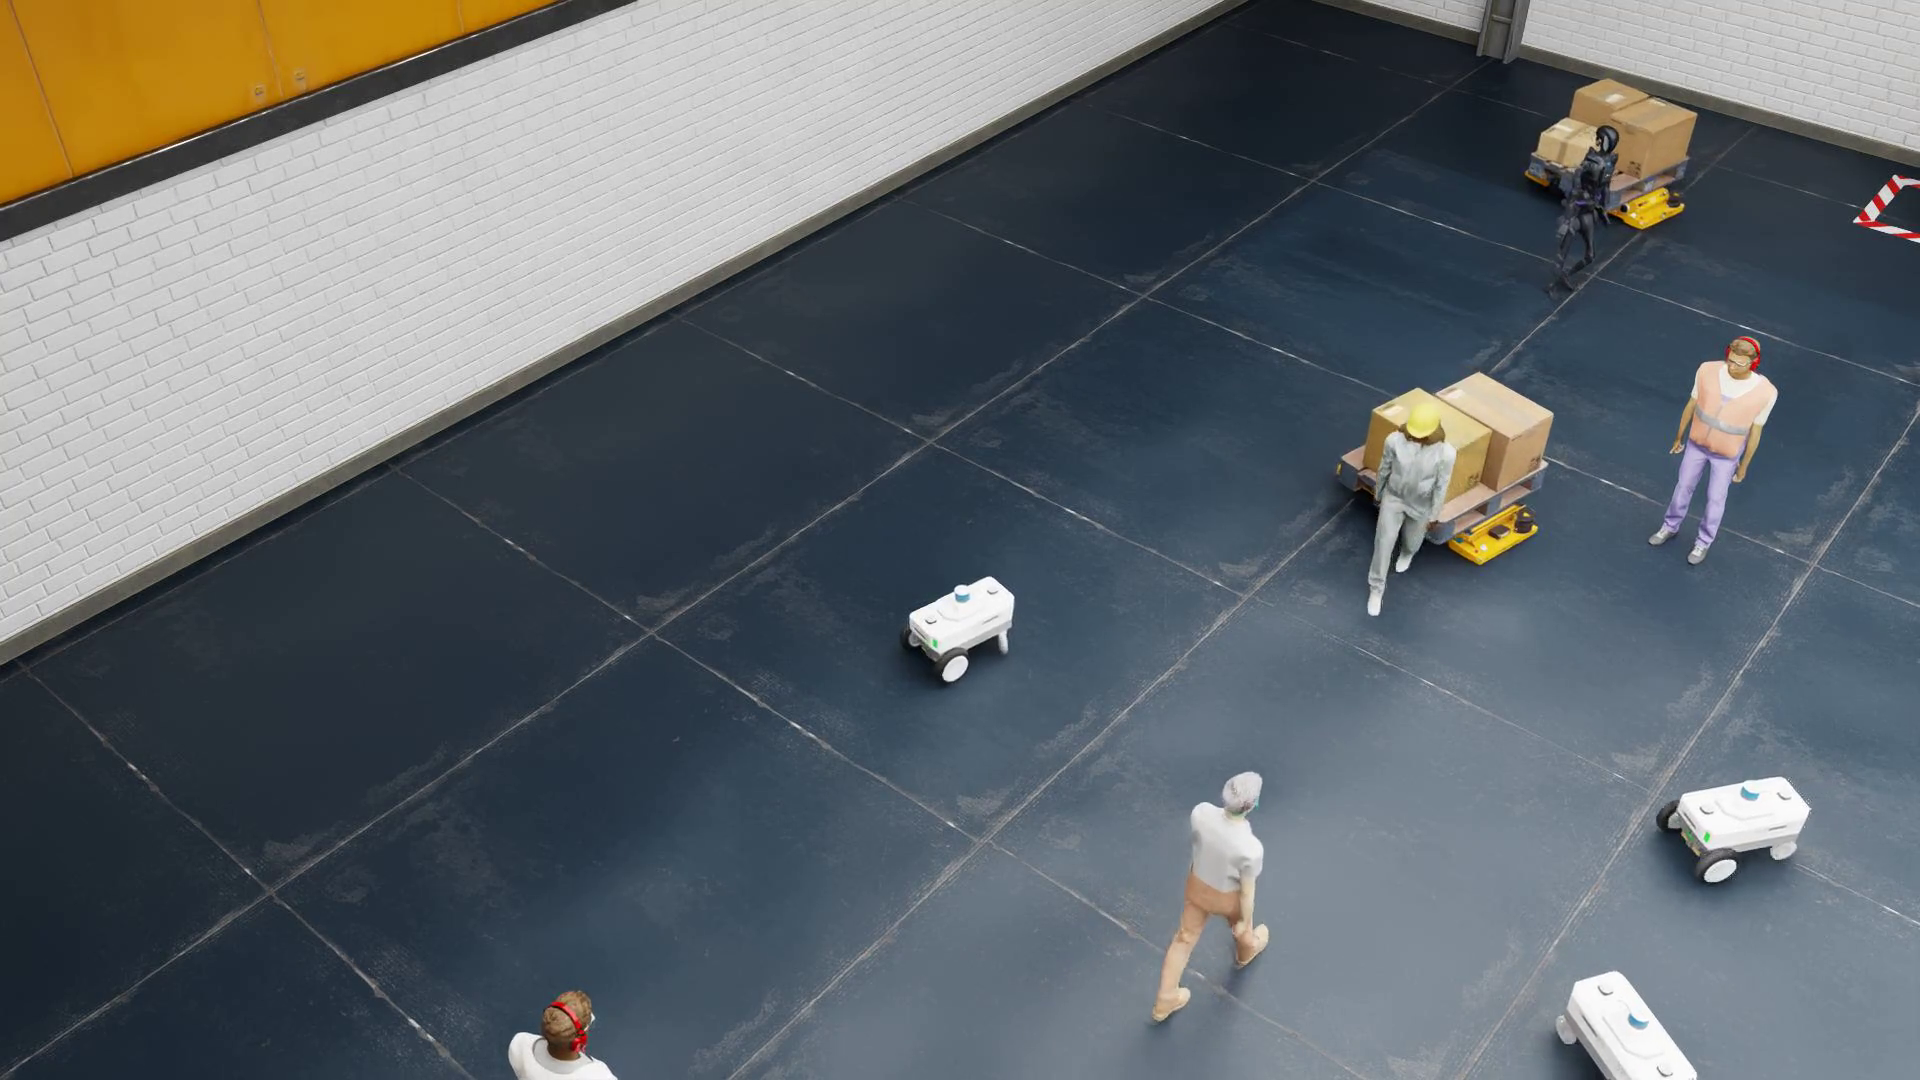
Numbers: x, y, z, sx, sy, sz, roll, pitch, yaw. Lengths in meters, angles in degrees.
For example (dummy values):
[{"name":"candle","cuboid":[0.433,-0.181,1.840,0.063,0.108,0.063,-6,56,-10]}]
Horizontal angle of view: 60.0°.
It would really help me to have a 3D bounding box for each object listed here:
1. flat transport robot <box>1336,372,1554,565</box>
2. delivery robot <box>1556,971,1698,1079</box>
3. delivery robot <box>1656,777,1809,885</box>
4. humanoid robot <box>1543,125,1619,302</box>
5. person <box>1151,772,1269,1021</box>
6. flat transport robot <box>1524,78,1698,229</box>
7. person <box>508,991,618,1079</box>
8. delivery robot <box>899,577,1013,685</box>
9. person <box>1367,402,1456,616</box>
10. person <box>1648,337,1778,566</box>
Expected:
[{"name":"flat transport robot","cuboid":[3.638,-0.347,12.717,0.659,0.231,1.431,-25,45,-28]},{"name":"delivery robot","cuboid":[3.518,2.695,8.729,0.499,0.614,0.790,-11,40,-13]},{"name":"delivery robot","cuboid":[4.661,1.675,9.963,0.759,0.575,0.499,-8,40,-10]},{"name":"humanoid robot","cuboid":[5.527,-2.893,14.752,0.601,1.646,0.334,-23,44,-26]},{"name":"person","cuboid":[1.392,1.838,8.865,0.461,1.702,0.909,28,47,30]},{"name":"flat transport robot","cuboid":[6.462,-3.551,16.694,0.659,0.231,1.431,-25,45,-27]},{"name":"person","cuboid":[-1.741,2.736,7.646,0.571,1.833,0.397,17,42,19]},{"name":"delivery robot","cuboid":[-0.002,0.583,11.335,0.767,0.596,0.523,-25,45,-27]},{"name":"person","cuboid":[3.118,-0.315,11.522,0.484,1.706,0.692,13,41,16]},{"name":"person","cuboid":[5.389,-0.669,11.869,0.561,1.838,0.376,32,48,33]}]
